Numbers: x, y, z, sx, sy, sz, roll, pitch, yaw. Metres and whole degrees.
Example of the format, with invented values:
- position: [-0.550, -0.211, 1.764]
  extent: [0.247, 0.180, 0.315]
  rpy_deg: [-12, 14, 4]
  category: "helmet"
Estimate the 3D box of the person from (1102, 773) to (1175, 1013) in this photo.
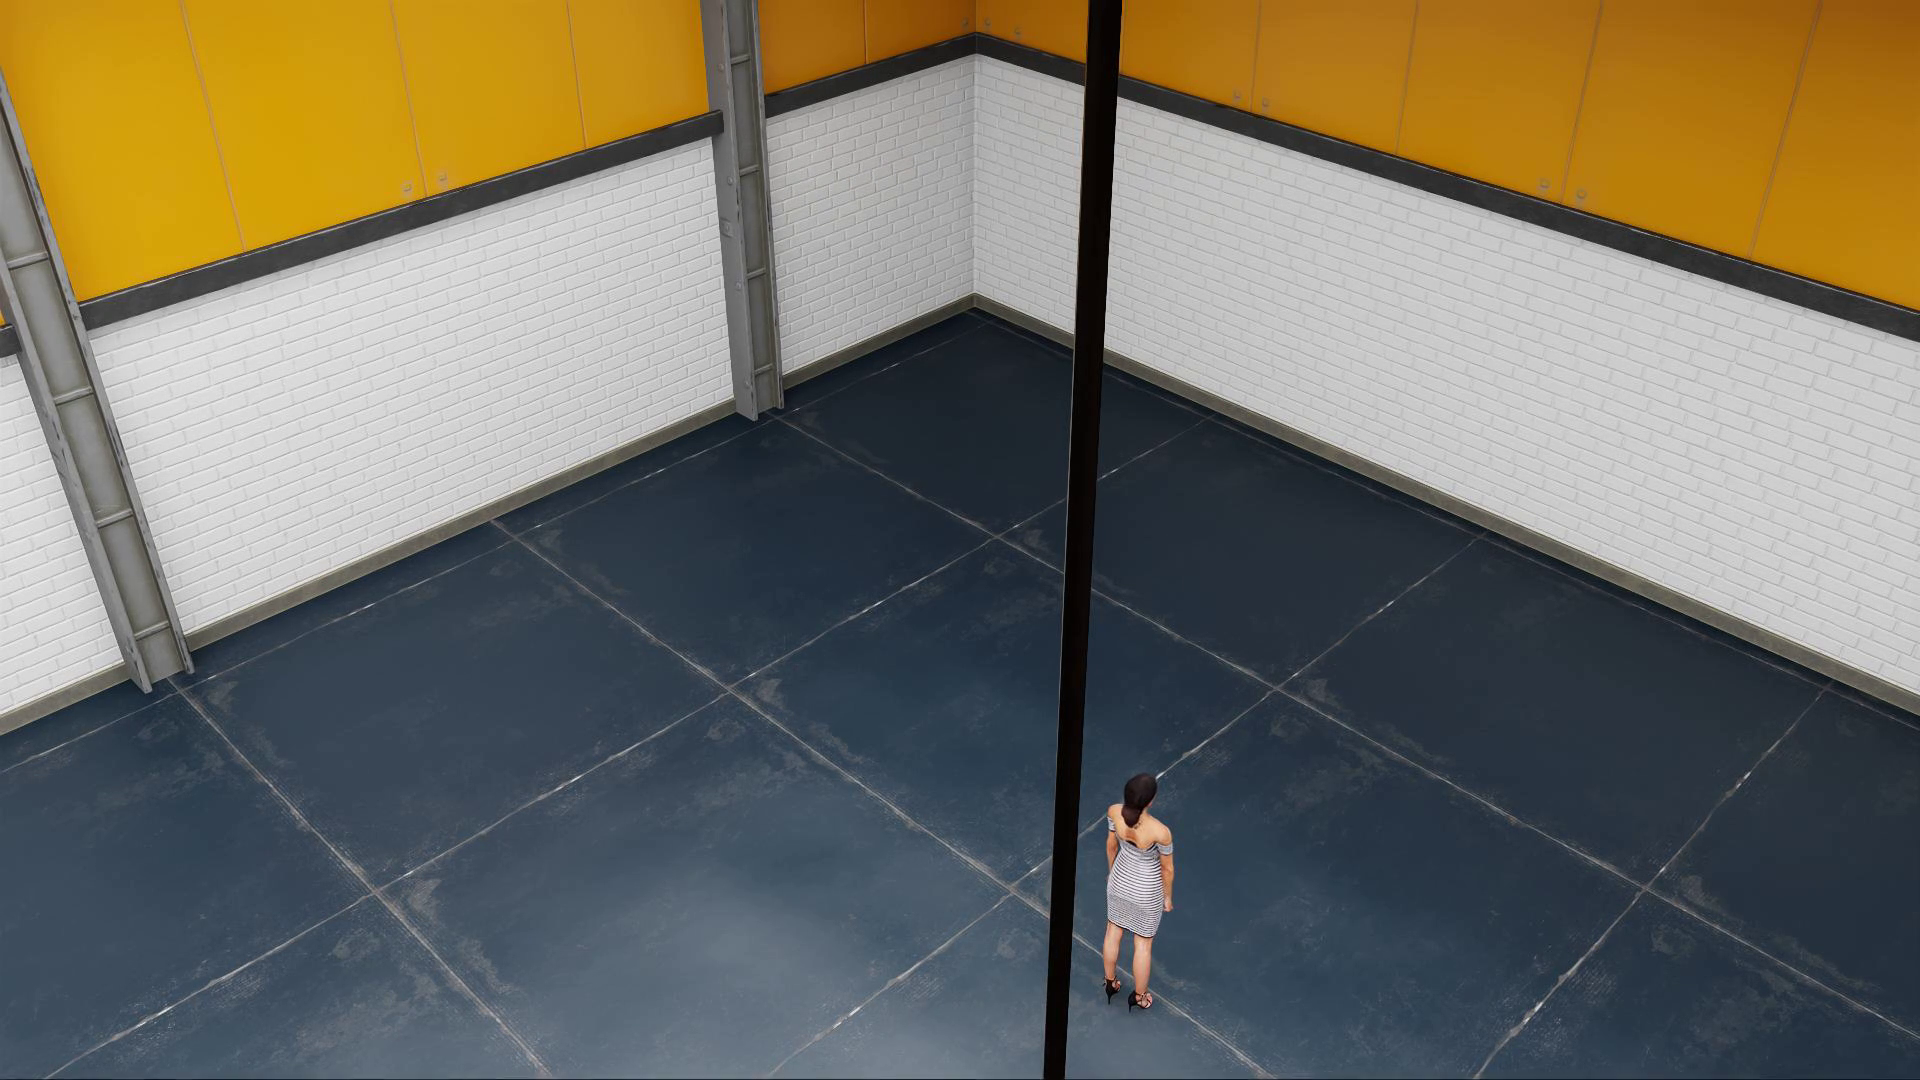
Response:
- position: [1.025, 2.078, 9.784]
  extent: [0.626, 1.823, 0.582]
  rpy_deg: [21, 39, 29]
  category: "person"
